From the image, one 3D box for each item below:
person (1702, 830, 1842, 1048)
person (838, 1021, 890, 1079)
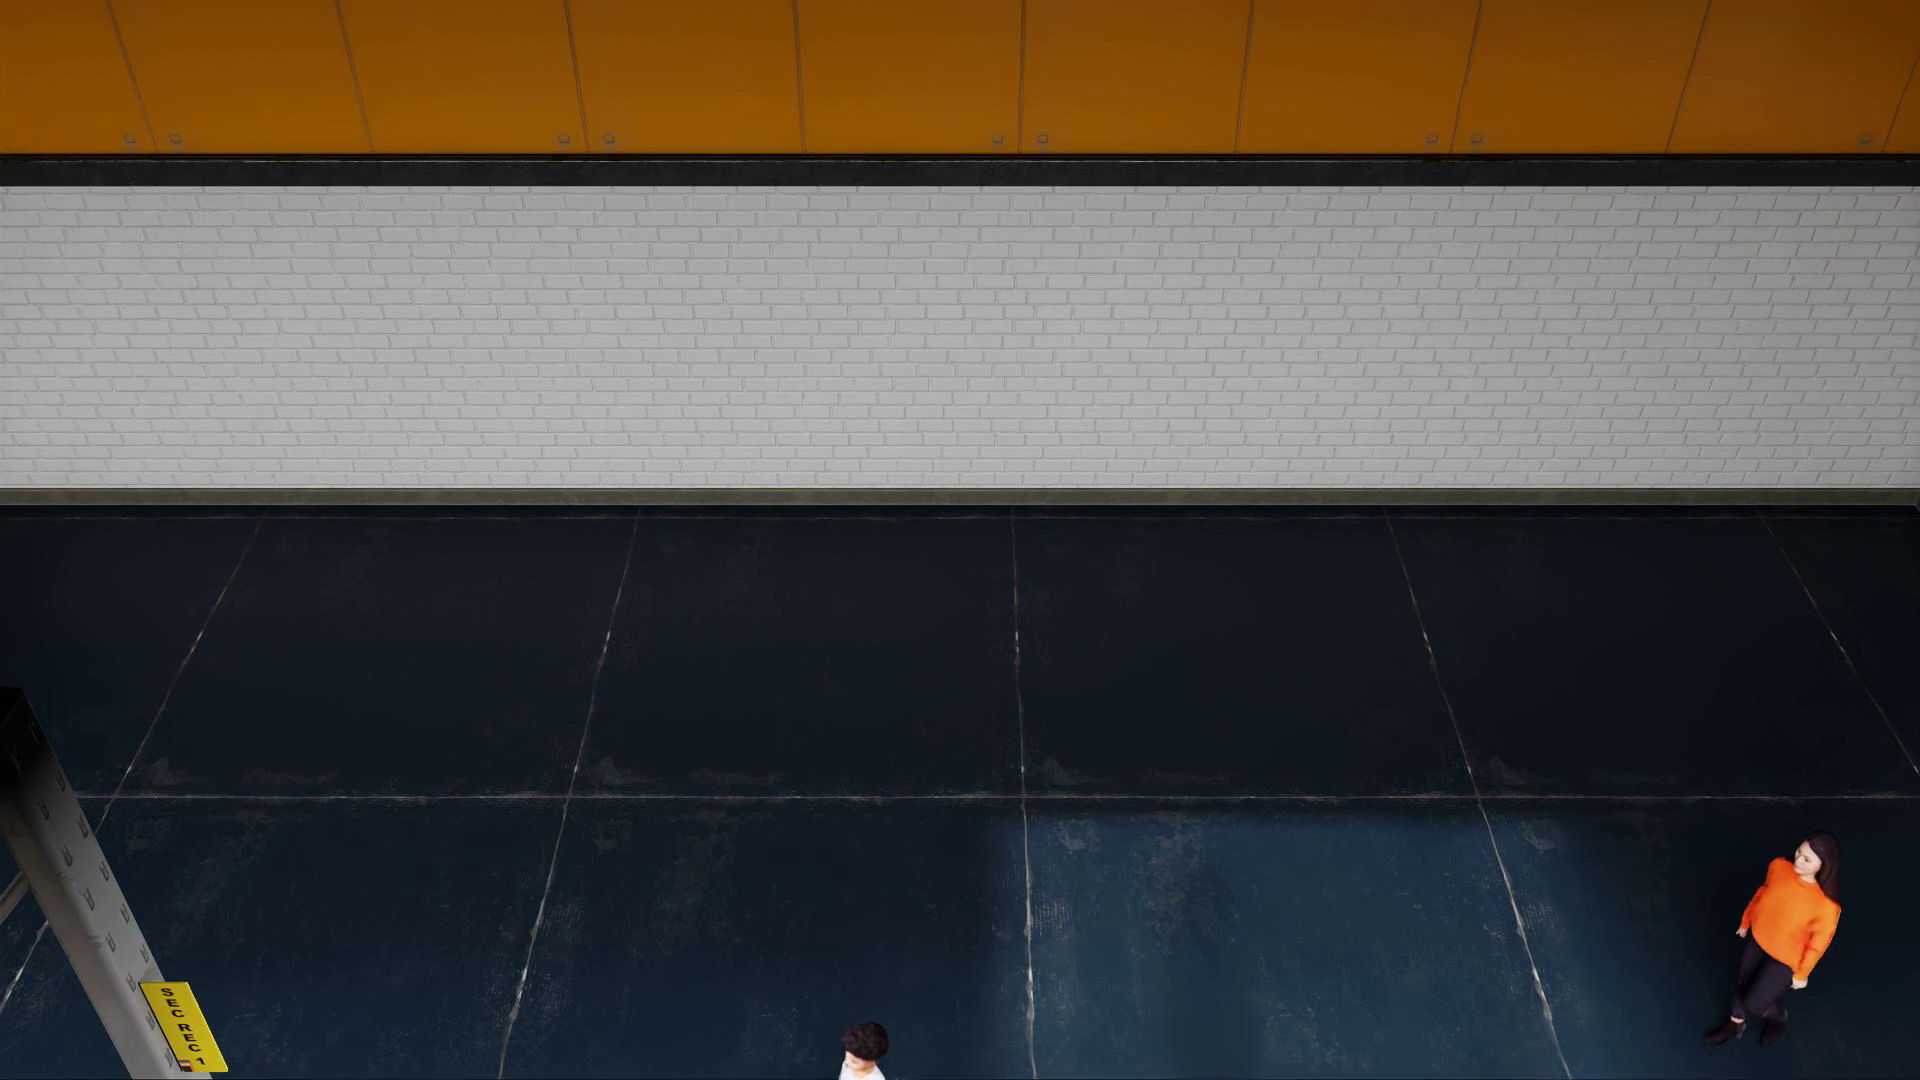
[{"bbox_3d":[4.474,2.180,8.960,0.779,1.739,0.714,-10,40,-13],"label":"person"},{"bbox_3d":[-0.426,2.859,8.505,0.692,1.247,0.652,-19,42,-22],"label":"person"}]
